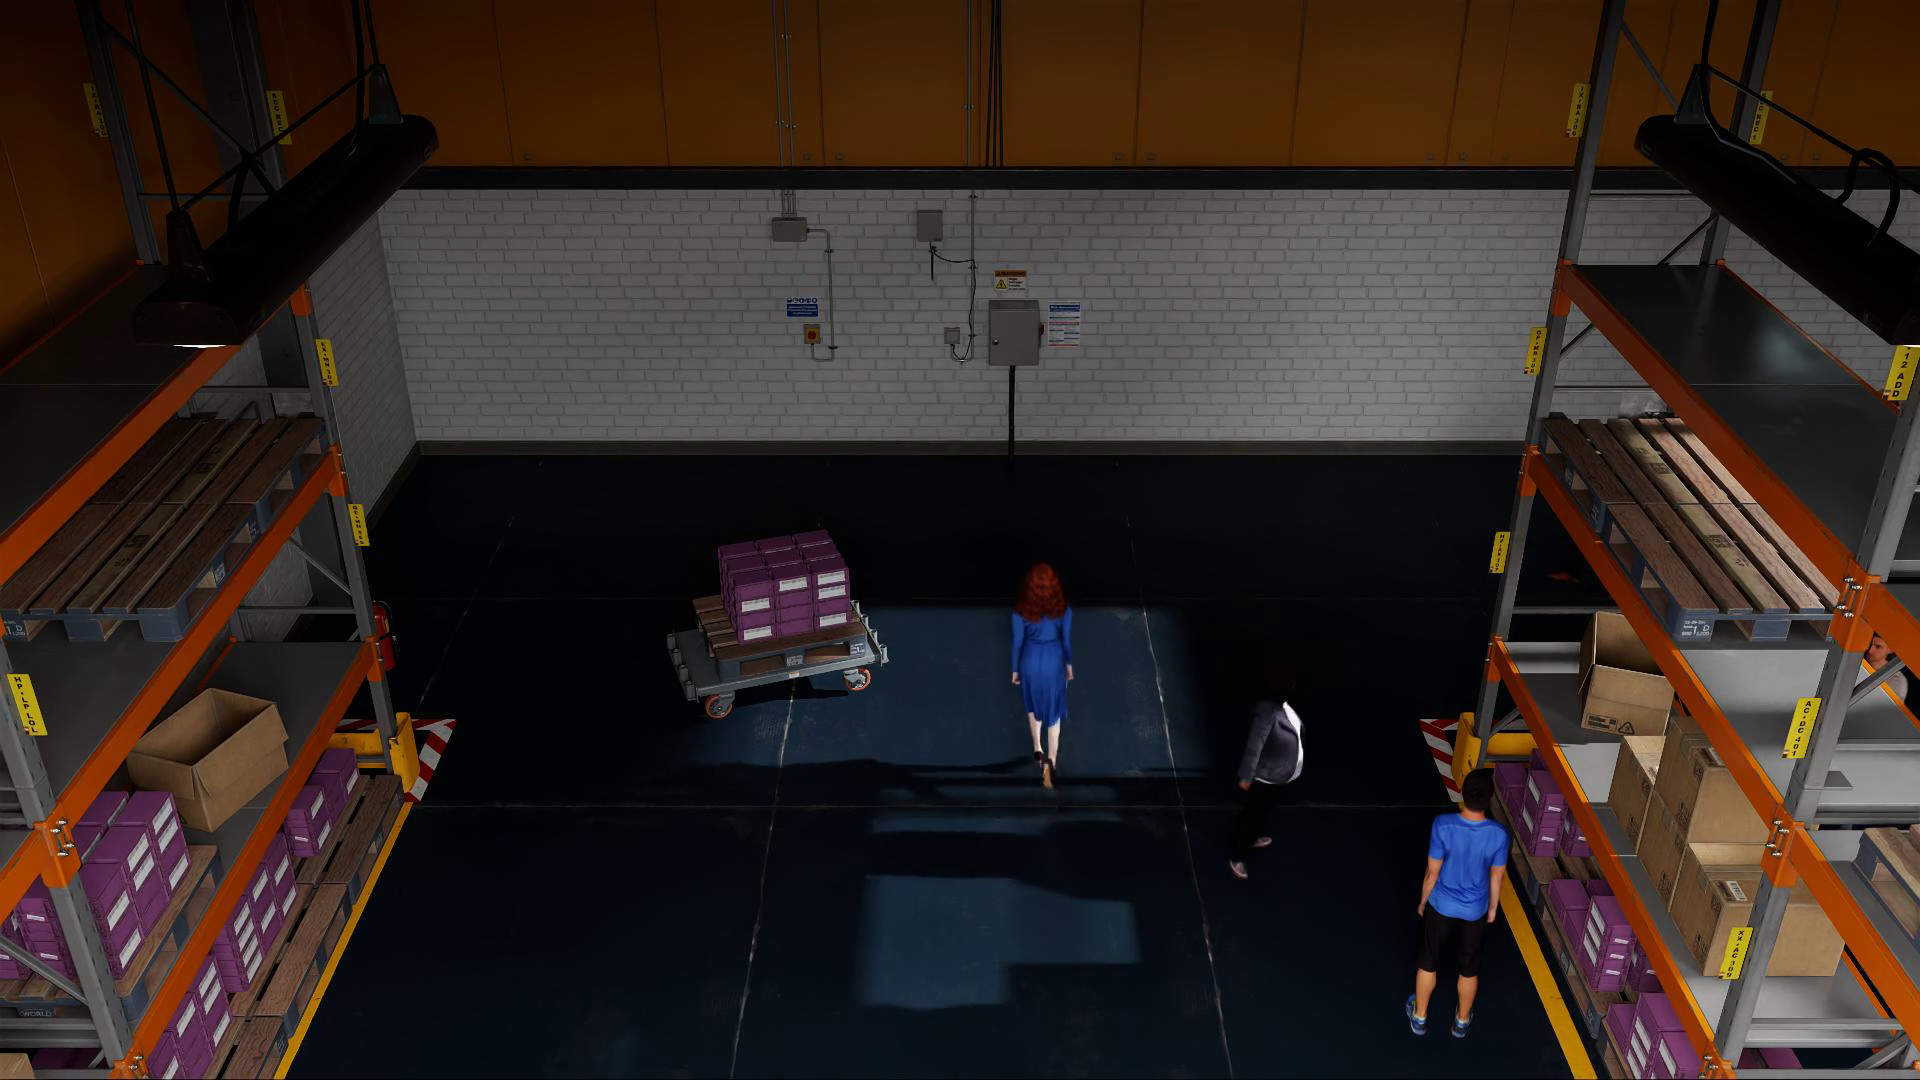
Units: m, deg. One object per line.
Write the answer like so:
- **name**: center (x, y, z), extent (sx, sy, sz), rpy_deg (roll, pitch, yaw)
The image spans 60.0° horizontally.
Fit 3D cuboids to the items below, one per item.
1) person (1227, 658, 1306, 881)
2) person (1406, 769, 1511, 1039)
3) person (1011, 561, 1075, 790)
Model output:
- **person**: center (2.037, 1.550, 11.355), extent (0.965, 1.579, 0.748), rpy_deg (15, 32, 26)
- **person**: center (2.959, 2.176, 9.906), extent (0.653, 1.866, 0.610), rpy_deg (5, 29, 10)
- **person**: center (0.607, 1.027, 12.073), extent (0.624, 1.807, 0.940), rpy_deg (0, 29, 1)
